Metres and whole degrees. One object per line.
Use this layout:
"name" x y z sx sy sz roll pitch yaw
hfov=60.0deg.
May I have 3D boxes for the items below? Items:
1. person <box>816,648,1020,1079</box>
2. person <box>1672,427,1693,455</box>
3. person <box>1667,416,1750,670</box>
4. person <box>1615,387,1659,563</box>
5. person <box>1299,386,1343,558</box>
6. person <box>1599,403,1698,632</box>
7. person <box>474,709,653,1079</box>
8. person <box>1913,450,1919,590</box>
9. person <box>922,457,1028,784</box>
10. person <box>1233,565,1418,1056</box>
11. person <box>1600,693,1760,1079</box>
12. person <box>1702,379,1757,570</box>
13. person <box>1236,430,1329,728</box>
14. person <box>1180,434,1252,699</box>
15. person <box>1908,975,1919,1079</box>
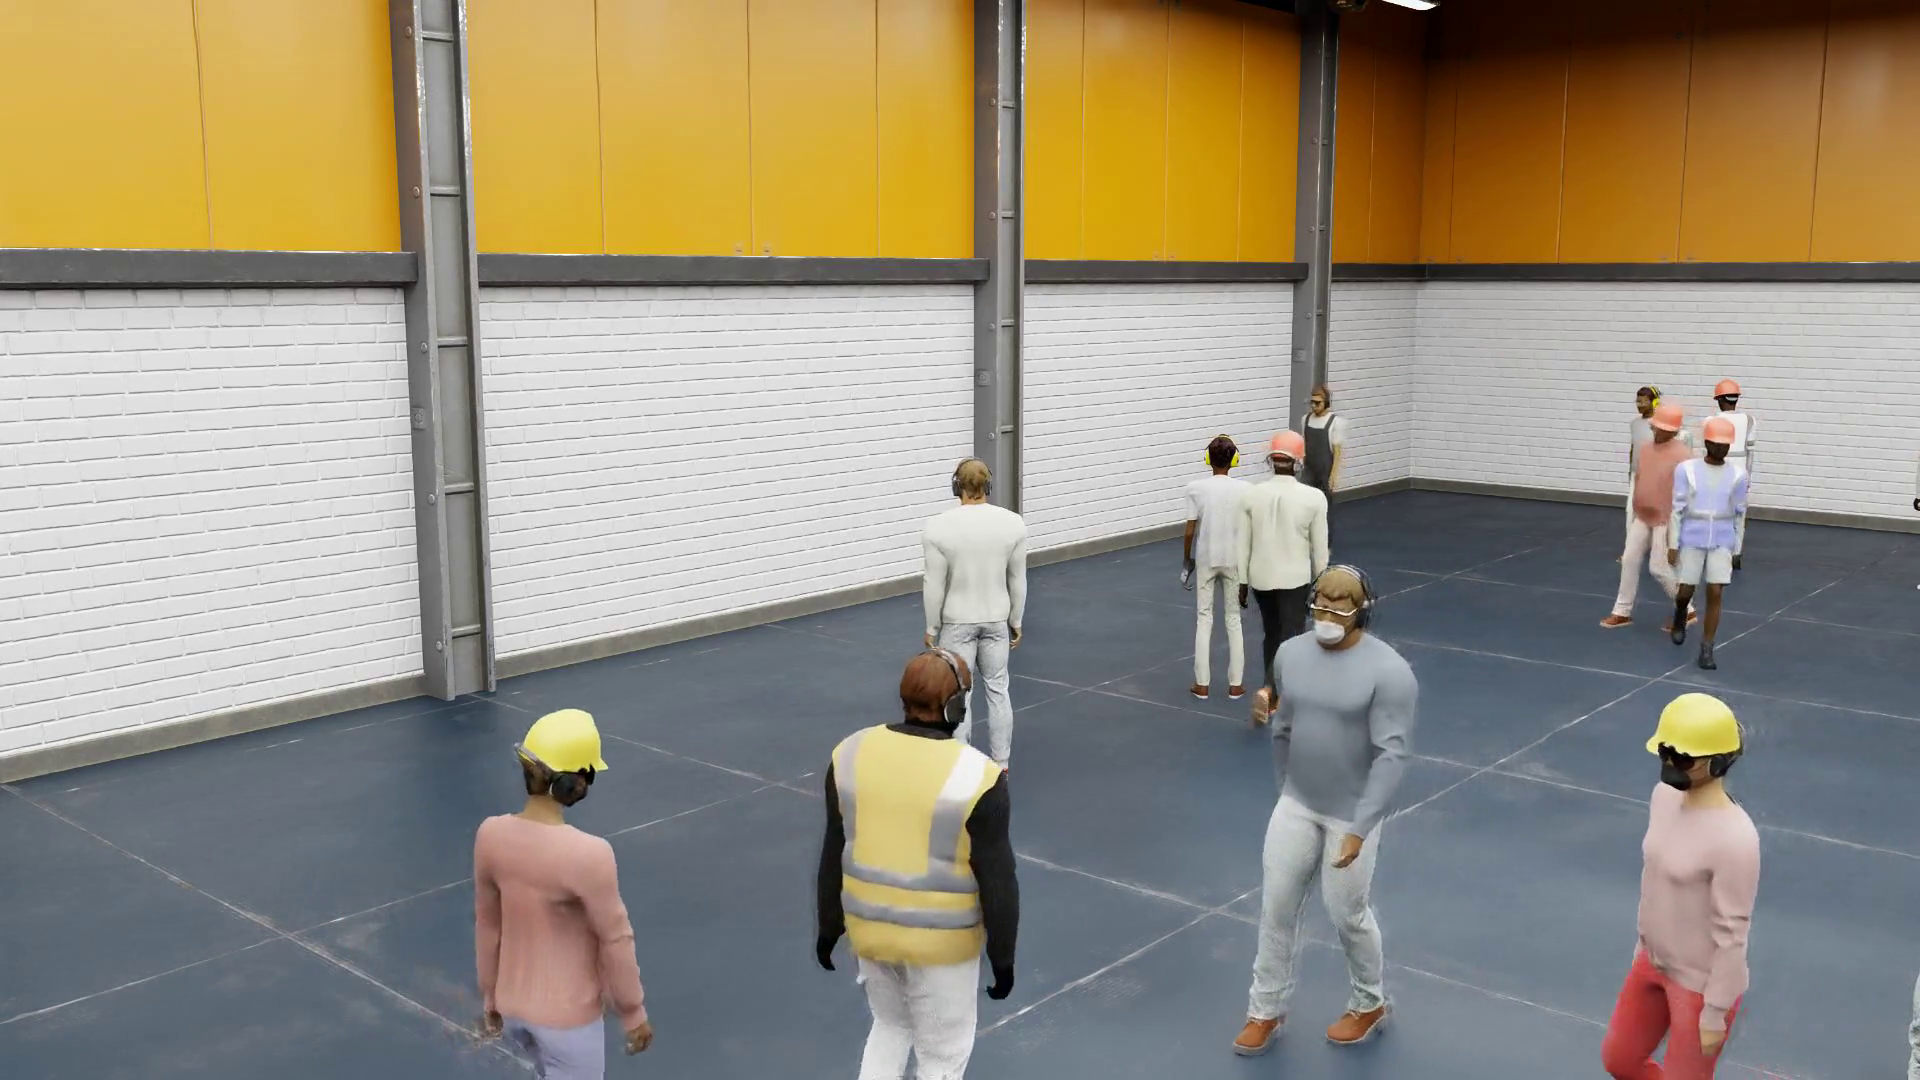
"person" -0.134 1.249 5.220 0.688 1.823 0.440 5 10 26
"person" 7.570 -0.655 17.854 0.532 1.597 0.716 5 10 30
"person" 5.711 -0.002 12.749 0.565 1.920 0.674 2 9 14
"person" 7.160 -0.676 17.219 0.694 1.842 0.517 -6 11 -31
"person" 3.718 -0.692 17.373 0.528 1.821 0.619 9 13 44
"person" 5.846 -0.184 13.848 0.658 1.946 0.658 -3 9 -17
"person" -1.162 1.347 4.852 0.523 1.741 0.364 7 11 36
"person" 9.249 -0.449 15.531 0.596 1.925 0.372 4 10 24
"person" 0.081 0.485 9.634 0.632 1.940 0.368 -3 9 -17
"person" 1.426 1.029 6.299 0.662 1.908 0.642 -8 12 -42
"person" 2.195 1.308 5.007 0.393 1.753 0.550 -1 9 -6
"person" 7.721 -0.655 16.818 0.547 1.929 0.389 -1 9 -4
"person" 2.103 0.262 10.983 0.611 1.967 0.870 5 10 29
"person" 1.821 0.189 11.708 0.532 1.869 0.311 1 9 5
"person" 3.643 1.179 5.885 0.295 1.743 0.493 -1 9 -7
